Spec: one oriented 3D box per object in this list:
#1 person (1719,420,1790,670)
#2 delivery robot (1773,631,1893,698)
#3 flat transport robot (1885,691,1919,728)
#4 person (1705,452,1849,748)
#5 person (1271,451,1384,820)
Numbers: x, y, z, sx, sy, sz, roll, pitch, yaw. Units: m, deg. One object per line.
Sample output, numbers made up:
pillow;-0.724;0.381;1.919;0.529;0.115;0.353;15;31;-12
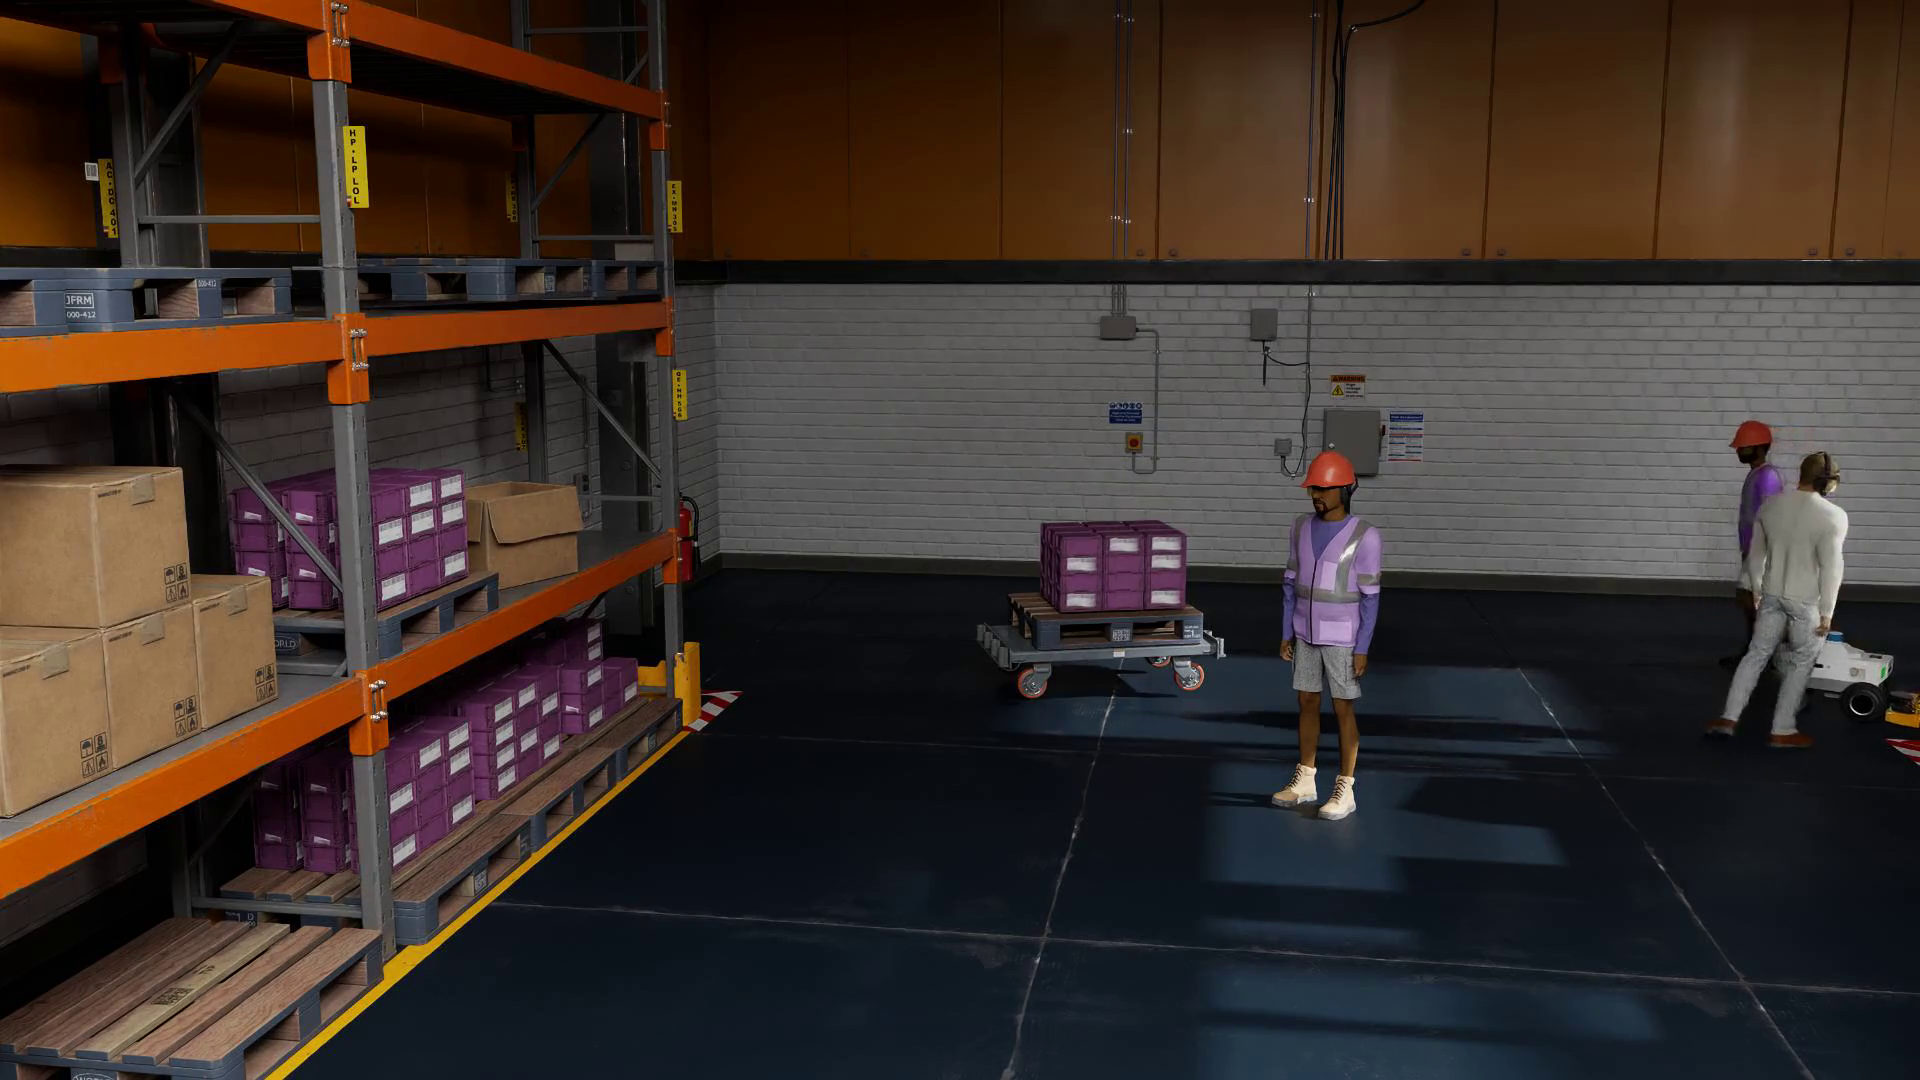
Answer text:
person;6.041;0.055;12.525;0.550;1.917;0.568;4;10;23
delivery robot;5.985;0.869;11.418;0.707;0.478;0.477;7;11;35
flat transport robot;6.898;1.156;10.811;1.431;0.197;0.652;8;12;42
person;5.182;0.393;10.511;0.649;1.907;0.679;-5;10;-26
person;2.032;0.525;9.251;0.371;2.044;0.608;-8;12;-41
